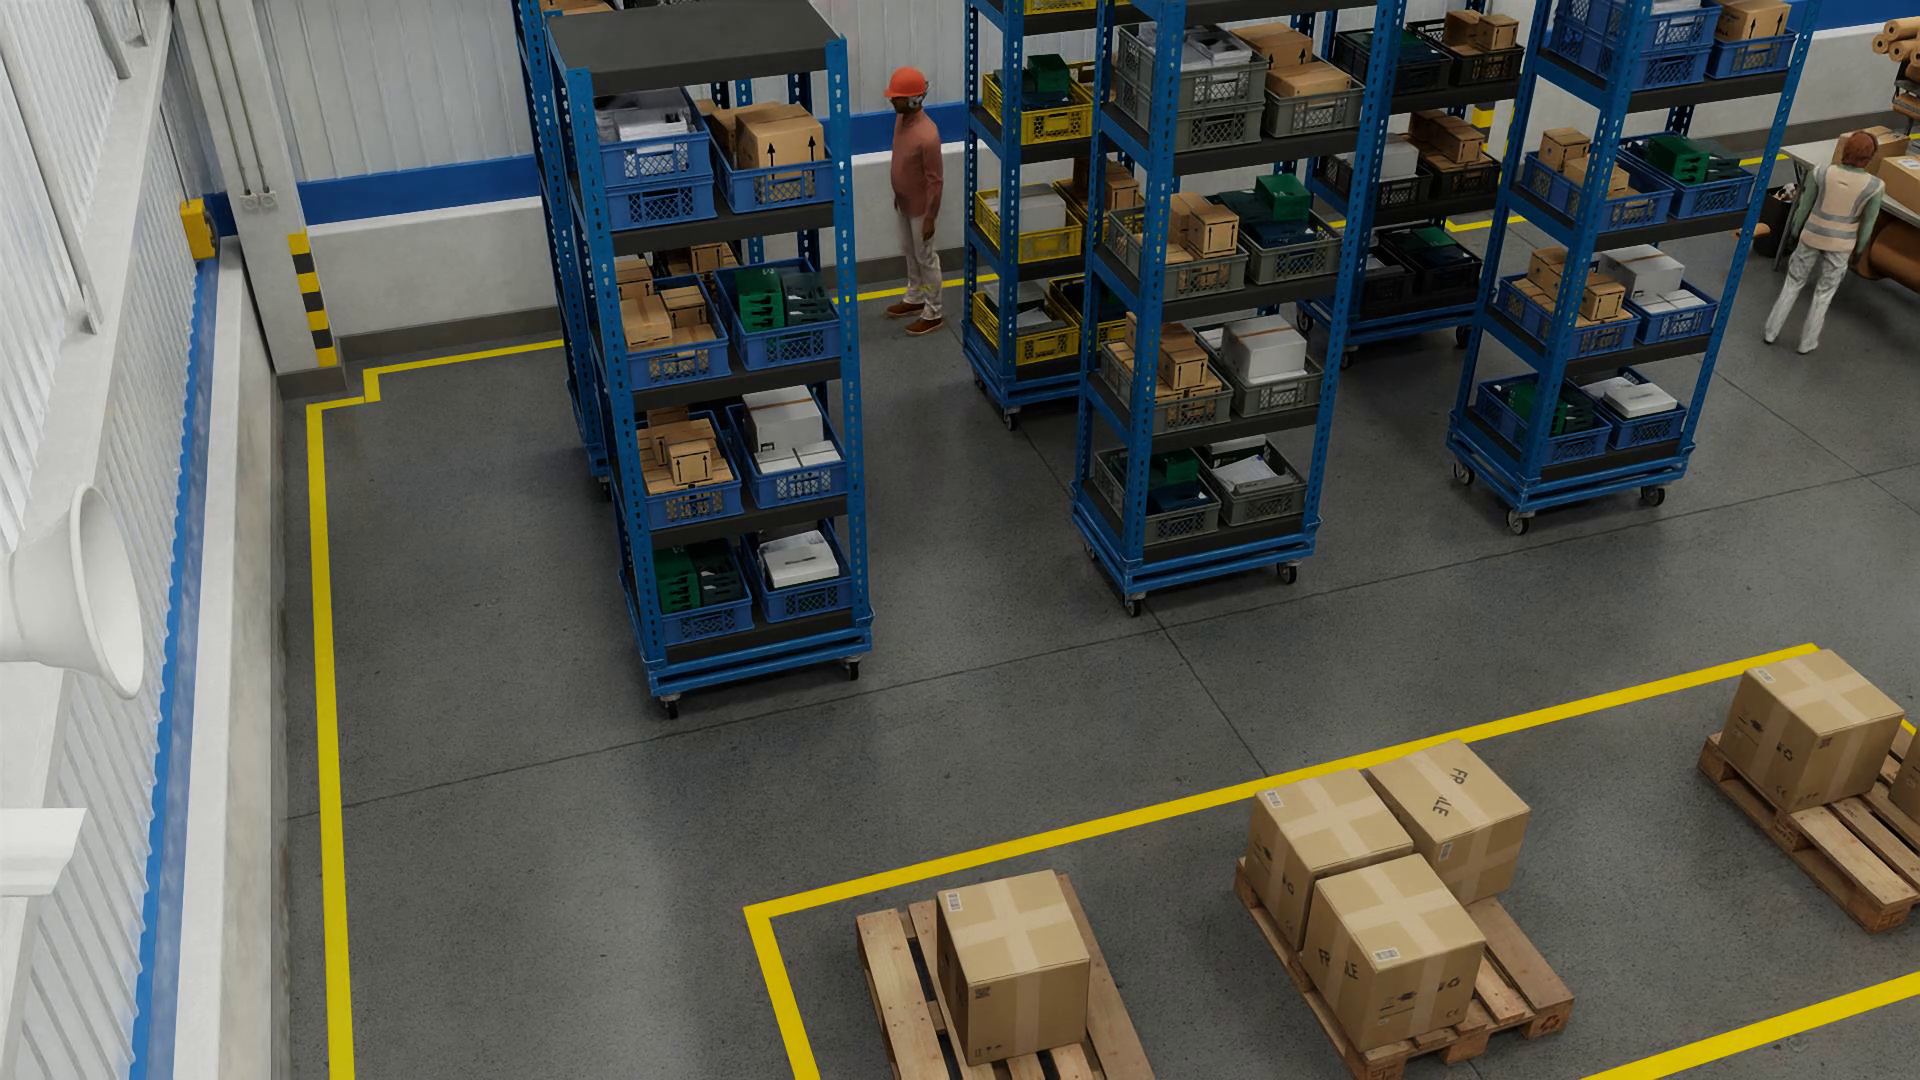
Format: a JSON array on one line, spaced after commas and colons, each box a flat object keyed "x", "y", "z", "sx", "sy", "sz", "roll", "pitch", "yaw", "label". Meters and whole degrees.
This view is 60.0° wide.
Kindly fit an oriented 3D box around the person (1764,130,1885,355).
[{"x": 6.183, "y": -2.116, "z": 11.868, "sx": 0.521, "sy": 1.622, "sz": 0.328, "roll": 23, "pitch": 41, "yaw": 29, "label": "person"}]

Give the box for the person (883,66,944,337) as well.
[{"x": -0.339, "y": -2.441, "z": 12.009, "sx": 0.396, "sy": 1.992, "sz": 0.623, "roll": -15, "pitch": 38, "yaw": -20, "label": "person"}]
